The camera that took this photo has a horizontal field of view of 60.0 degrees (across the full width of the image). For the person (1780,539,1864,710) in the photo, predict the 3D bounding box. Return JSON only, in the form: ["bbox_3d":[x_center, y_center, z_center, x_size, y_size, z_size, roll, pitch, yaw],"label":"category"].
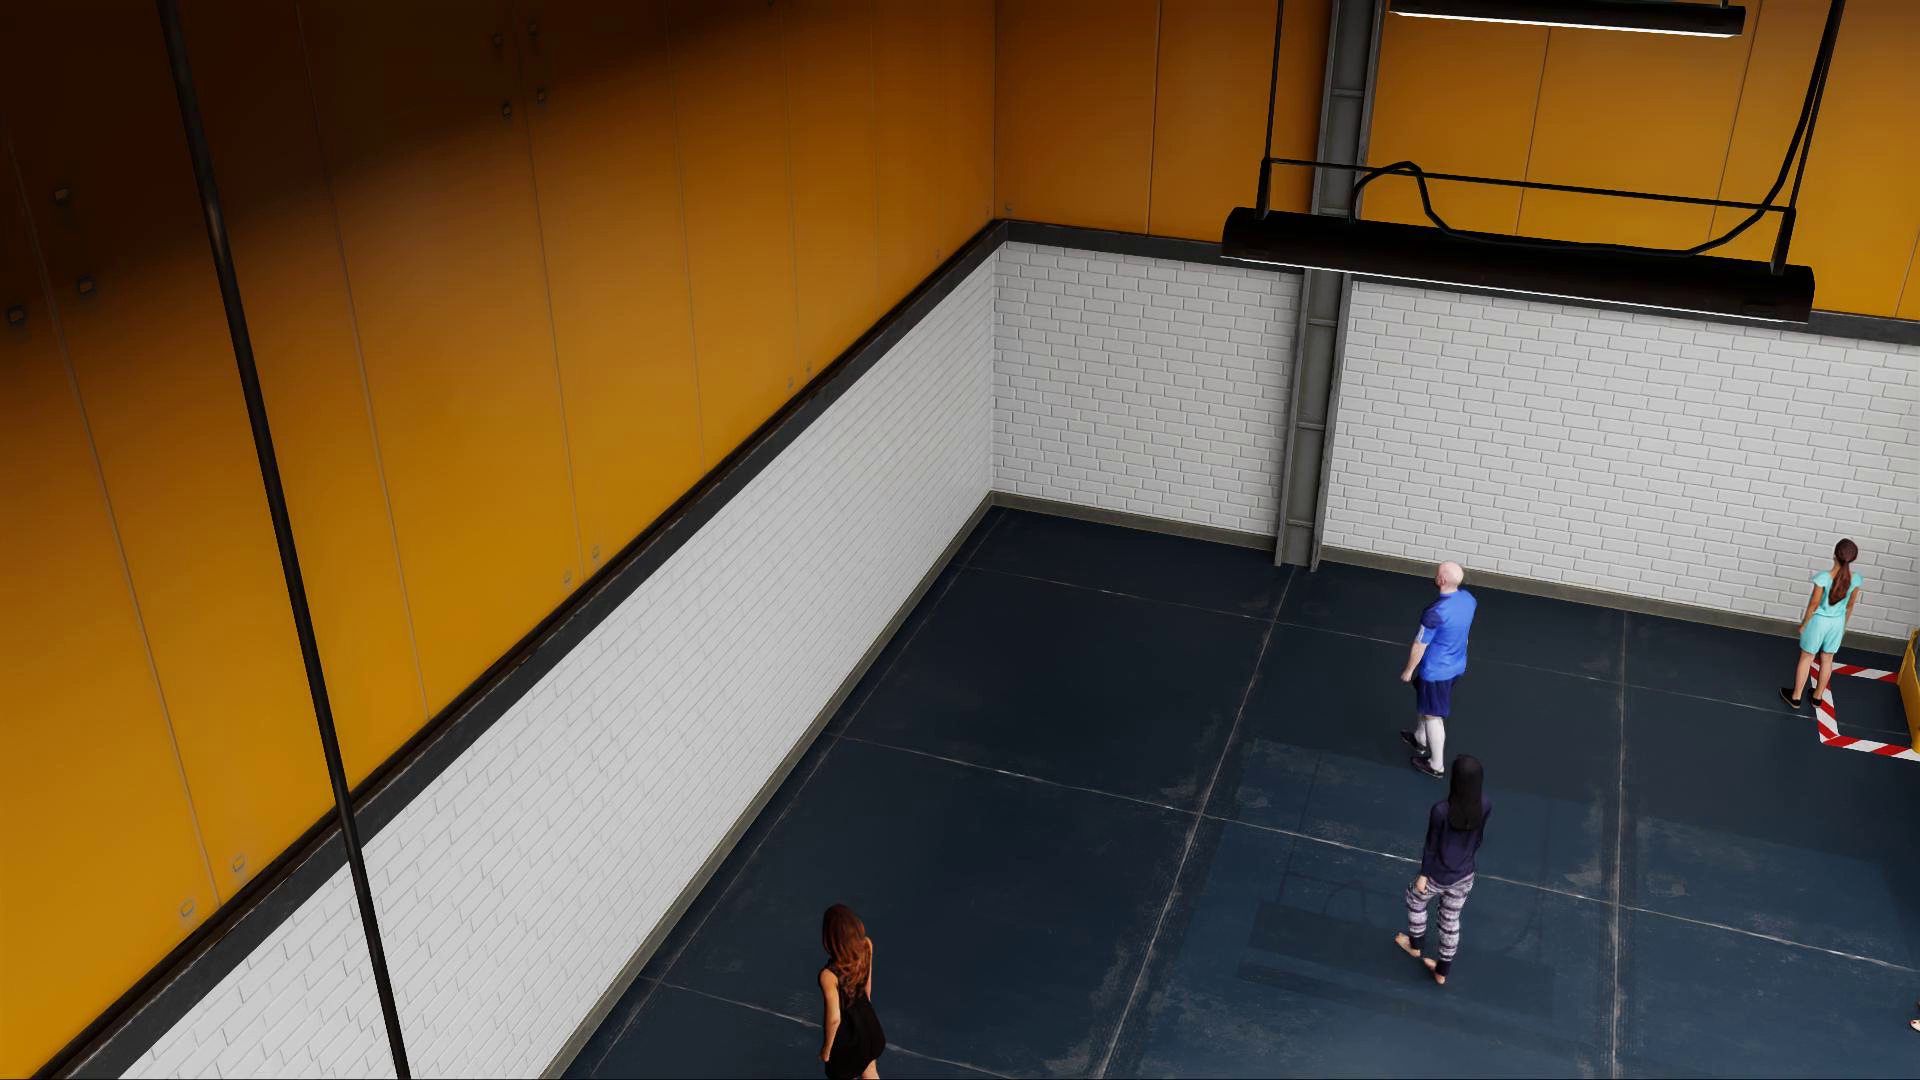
[{"bbox_3d":[7.090,0.680,13.630,0.572,1.558,0.673,1,29,2],"label":"person"}]

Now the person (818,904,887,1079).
[{"bbox_3d":[-0.619,2.807,9.441,0.621,1.835,0.647,20,34,32],"label":"person"}]

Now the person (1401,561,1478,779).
[{"bbox_3d":[3.738,1.021,12.727,0.873,1.823,0.939,-22,36,-35],"label":"person"}]

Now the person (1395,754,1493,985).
[{"bbox_3d":[3.196,2.170,10.731,0.814,1.718,0.869,-8,30,-14],"label":"person"}]
